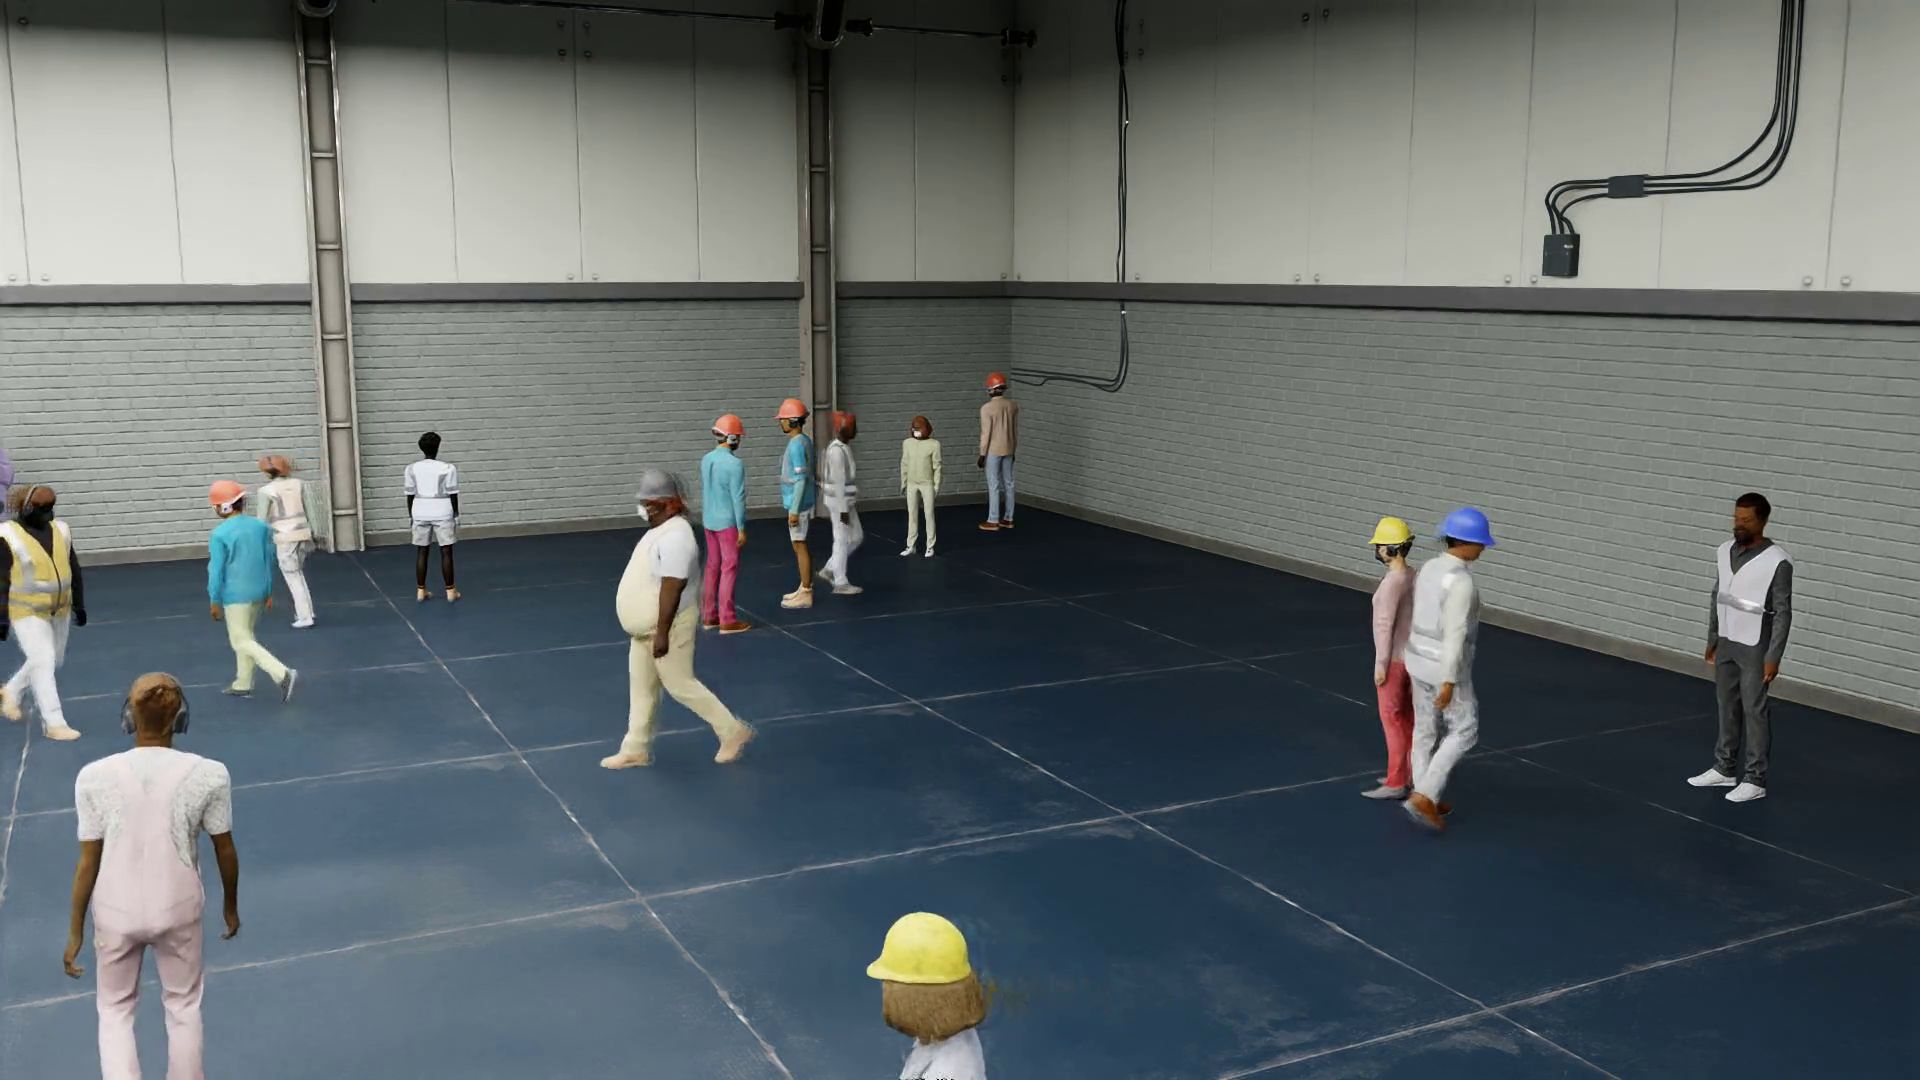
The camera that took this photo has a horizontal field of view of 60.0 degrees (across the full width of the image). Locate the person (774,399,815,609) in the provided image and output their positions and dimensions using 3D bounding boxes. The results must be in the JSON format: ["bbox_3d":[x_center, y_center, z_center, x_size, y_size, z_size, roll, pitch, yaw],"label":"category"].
[{"bbox_3d":[-1.607,-0.353,16.194,0.384,2.041,0.615,0,9,0],"label":"person"}]

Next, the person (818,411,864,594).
[{"bbox_3d":[-1.173,-0.366,16.815,0.400,1.871,0.585,1,9,7],"label":"person"}]

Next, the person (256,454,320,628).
[{"bbox_3d":[-6.141,0.015,15.250,0.506,1.605,0.531,5,10,27],"label":"person"}]

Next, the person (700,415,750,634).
[{"bbox_3d":[-2.121,-0.147,15.146,0.431,1.979,0.599,-8,12,-41],"label":"person"}]

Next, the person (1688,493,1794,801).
[{"bbox_3d":[4.894,0.656,10.360,0.378,1.917,0.598,-3,10,-15],"label":"person"}]

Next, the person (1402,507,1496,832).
[{"bbox_3d":[2.850,0.753,9.765,0.498,1.925,0.582,-3,10,-20],"label":"person"}]

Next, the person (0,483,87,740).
[{"bbox_3d":[-6.566,0.489,11.757,0.823,1.810,0.646,3,10,20],"label":"person"}]

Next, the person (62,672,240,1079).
[{"bbox_3d":[-2.940,1.399,6.066,0.577,1.830,0.685,-4,10,-21],"label":"person"}]

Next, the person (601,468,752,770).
[{"bbox_3d":[-1.883,0.503,10.932,0.897,2.000,0.681,-4,10,-24],"label":"person"}]

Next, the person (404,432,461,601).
[{"bbox_3d":[-5.231,-0.226,16.509,0.537,1.693,0.319,1,9,4],"label":"person"}]

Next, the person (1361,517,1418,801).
[{"bbox_3d":[2.691,0.733,10.385,0.336,1.760,0.523,6,11,31],"label":"person"}]

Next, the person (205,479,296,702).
[{"bbox_3d":[-5.384,0.394,12.597,0.720,1.722,0.585,3,10,15],"label":"person"}]

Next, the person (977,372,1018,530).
[{"bbox_3d":[0.476,-1.120,21.067,0.610,1.996,0.378,-8,12,-41],"label":"person"}]

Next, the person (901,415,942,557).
[{"bbox_3d":[-0.450,-0.620,19.097,0.498,1.633,0.283,4,10,22],"label":"person"}]

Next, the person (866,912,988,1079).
[{"bbox_3d":[-0.092,1.766,4.208,0.905,1.695,0.491,0,9,-2],"label":"person"}]
